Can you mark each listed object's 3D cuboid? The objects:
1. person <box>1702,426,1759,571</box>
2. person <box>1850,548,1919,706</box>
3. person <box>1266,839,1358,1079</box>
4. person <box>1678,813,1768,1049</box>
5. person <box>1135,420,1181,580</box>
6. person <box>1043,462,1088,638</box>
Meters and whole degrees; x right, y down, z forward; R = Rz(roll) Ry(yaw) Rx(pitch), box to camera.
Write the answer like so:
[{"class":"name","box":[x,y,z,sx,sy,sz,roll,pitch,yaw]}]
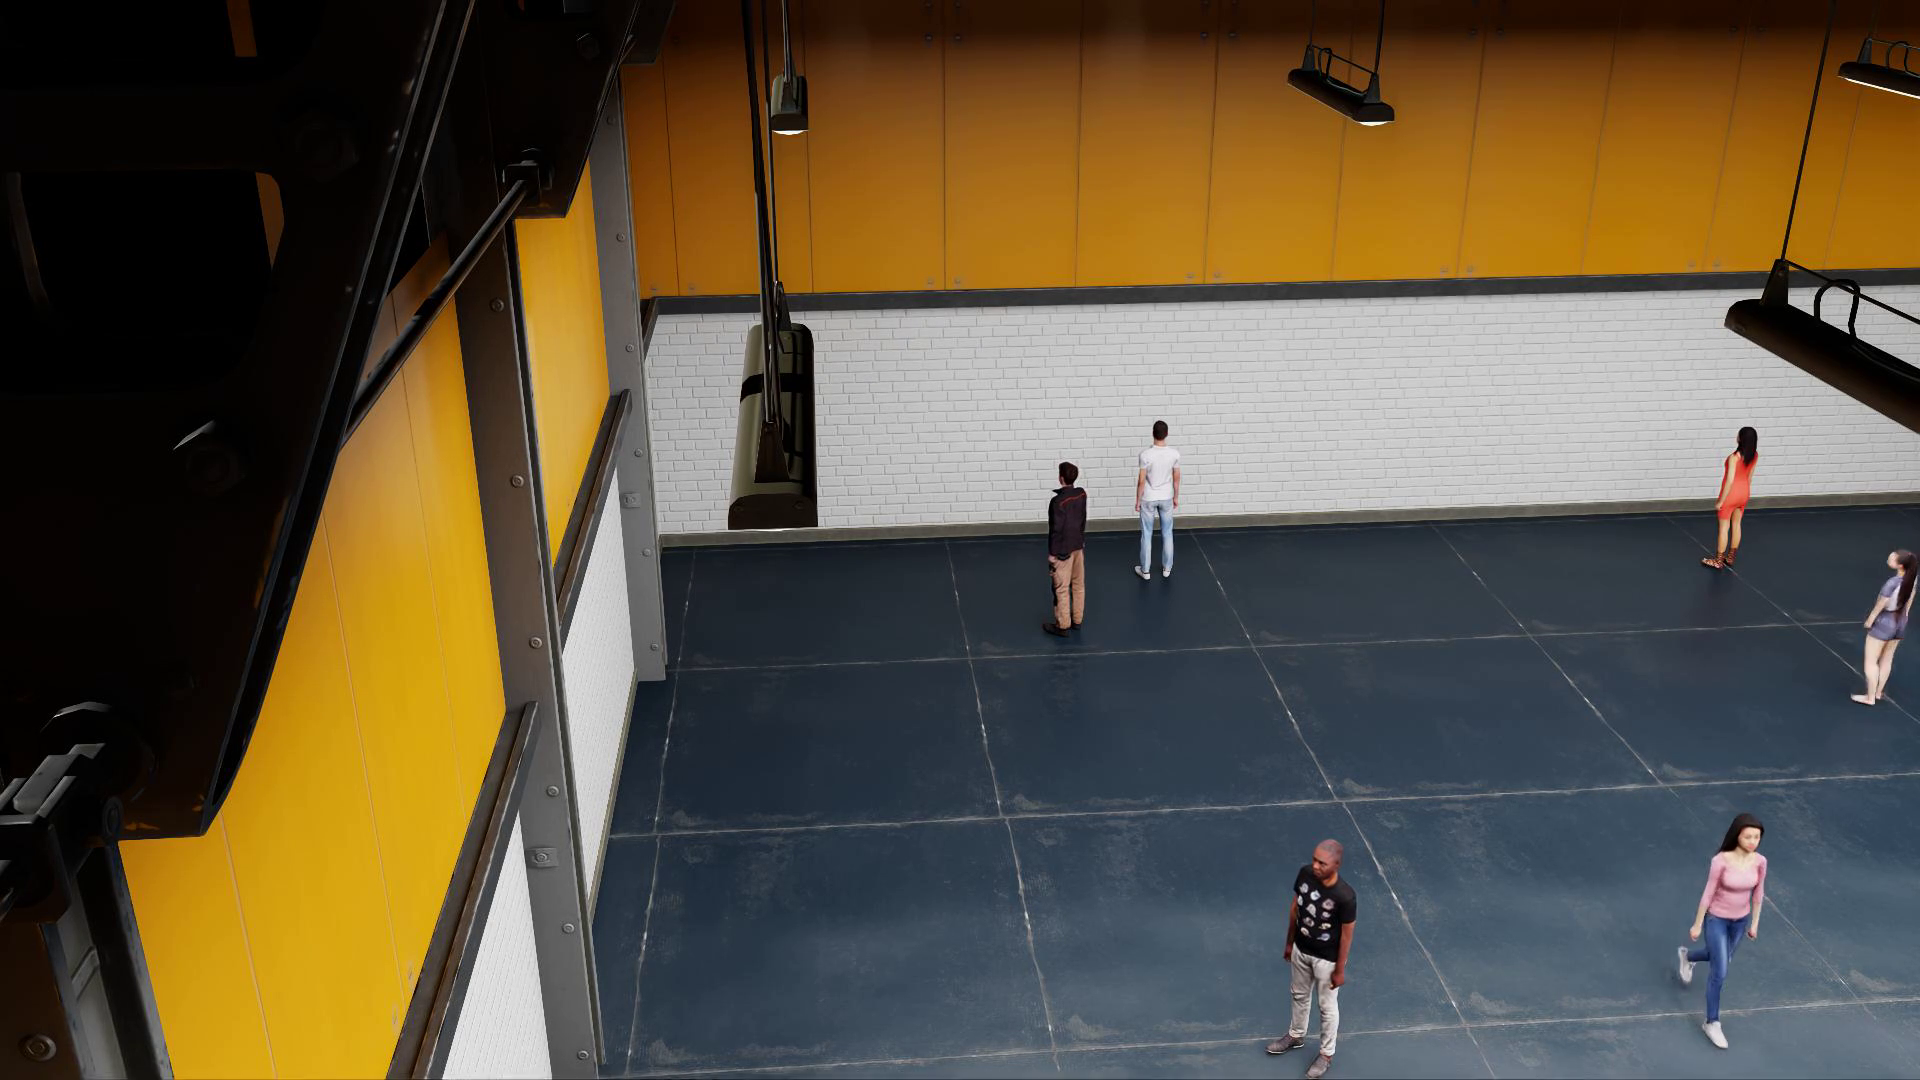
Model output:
[{"class":"person","box":[8.858,-0.489,19.022,0.654,1.719,0.640,-11,26,-24]},{"class":"person","box":[9.020,0.820,16.130,0.681,1.637,0.630,-3,24,-6]},{"class":"person","box":[2.455,2.813,11.361,0.819,1.805,0.729,-19,30,-36]},{"class":"person","box":[5.405,2.660,11.825,0.578,1.715,1.055,-2,24,-5]},{"class":"person","box":[2.223,-0.456,18.784,0.678,1.851,0.565,-5,24,-10]},{"class":"person","box":[1.122,0.092,17.437,0.790,1.925,0.826,-21,31,-40]}]
